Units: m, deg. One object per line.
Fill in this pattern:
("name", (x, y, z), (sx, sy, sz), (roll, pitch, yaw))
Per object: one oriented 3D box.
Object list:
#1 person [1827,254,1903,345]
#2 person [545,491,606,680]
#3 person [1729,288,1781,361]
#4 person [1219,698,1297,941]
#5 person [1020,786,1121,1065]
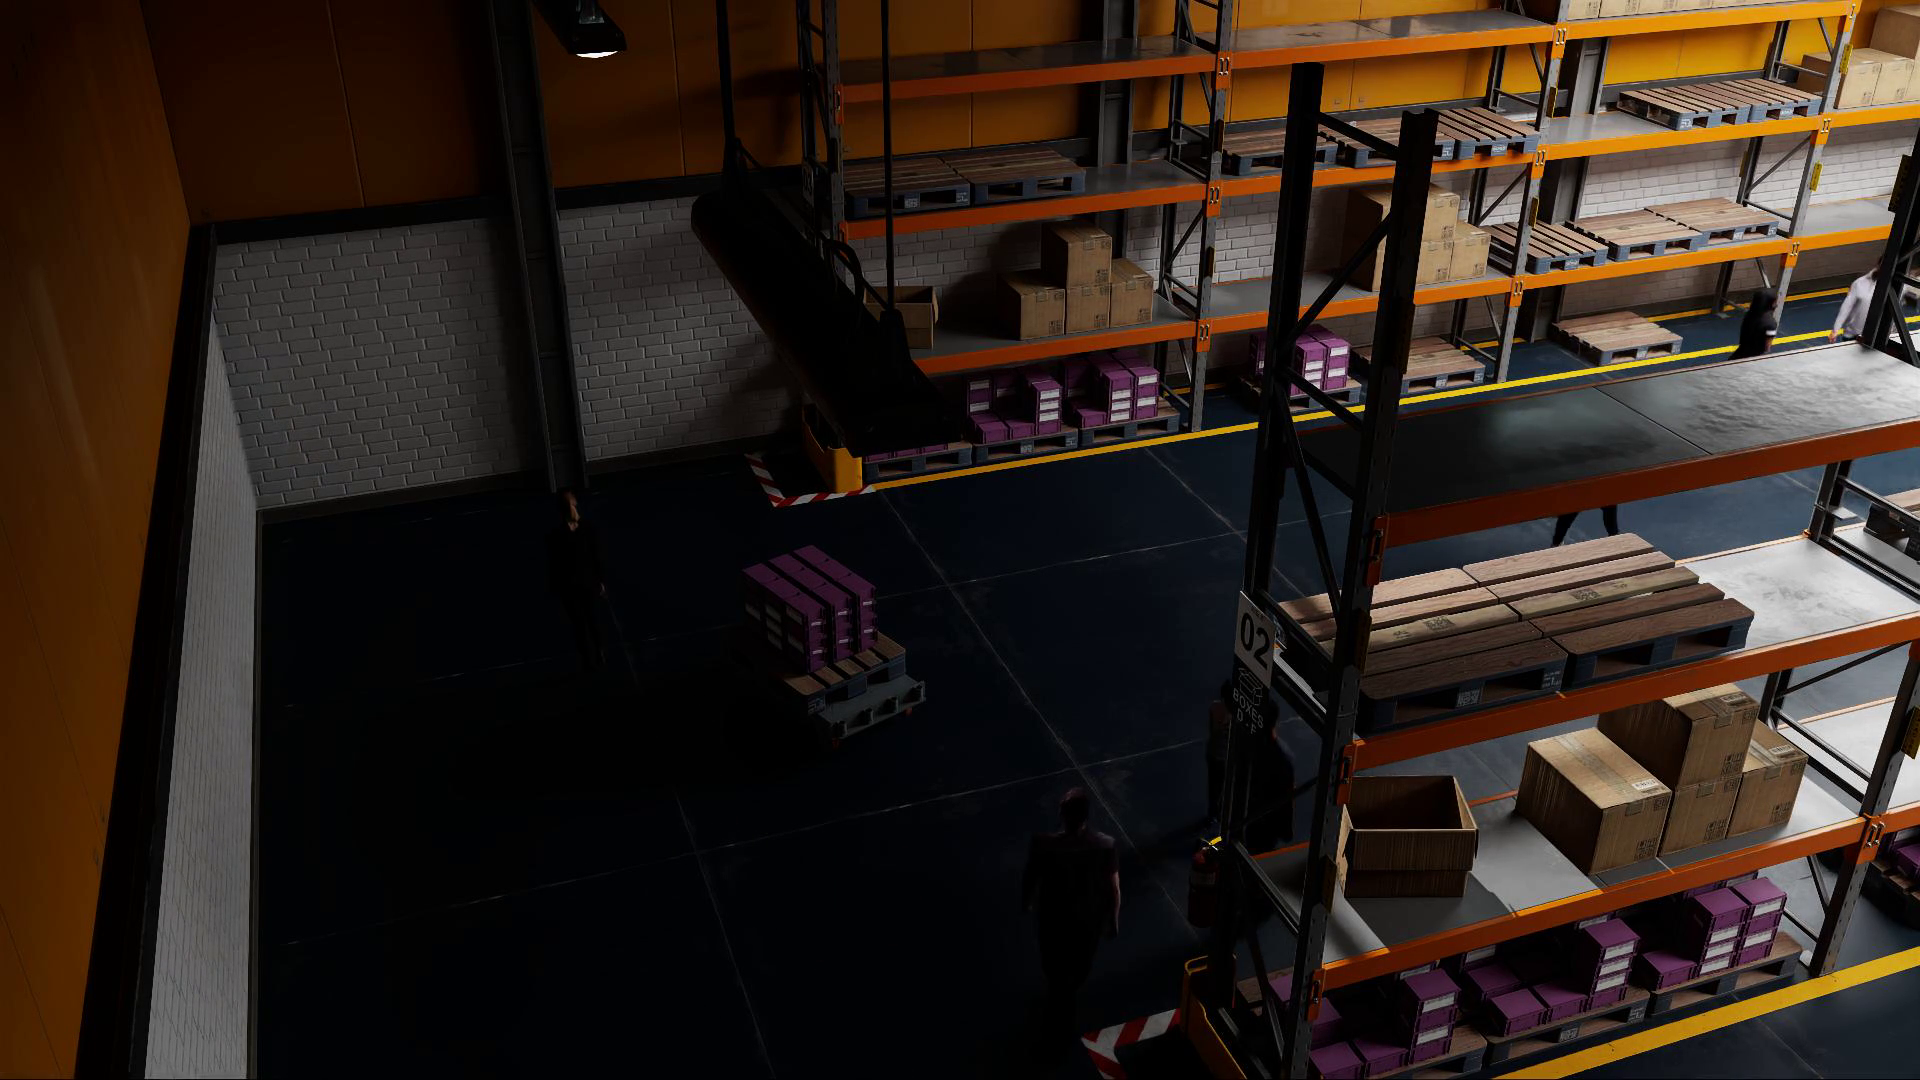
("person", (10.005, -2.309, 18.408), (1.020, 1.887, 1.154), (23, 36, 36))
("person", (-3.107, 0.417, 13.607), (0.628, 1.698, 0.743), (-19, 34, -30))
("person", (8.353, -1.838, 17.748), (1.114, 1.692, 0.628), (-9, 30, -17))
("person", (2.072, 1.788, 10.995), (0.799, 1.792, 0.720), (-14, 32, -25))
("person", (0.676, 2.343, 9.958), (1.117, 1.812, 1.004), (-1, 29, -1))
